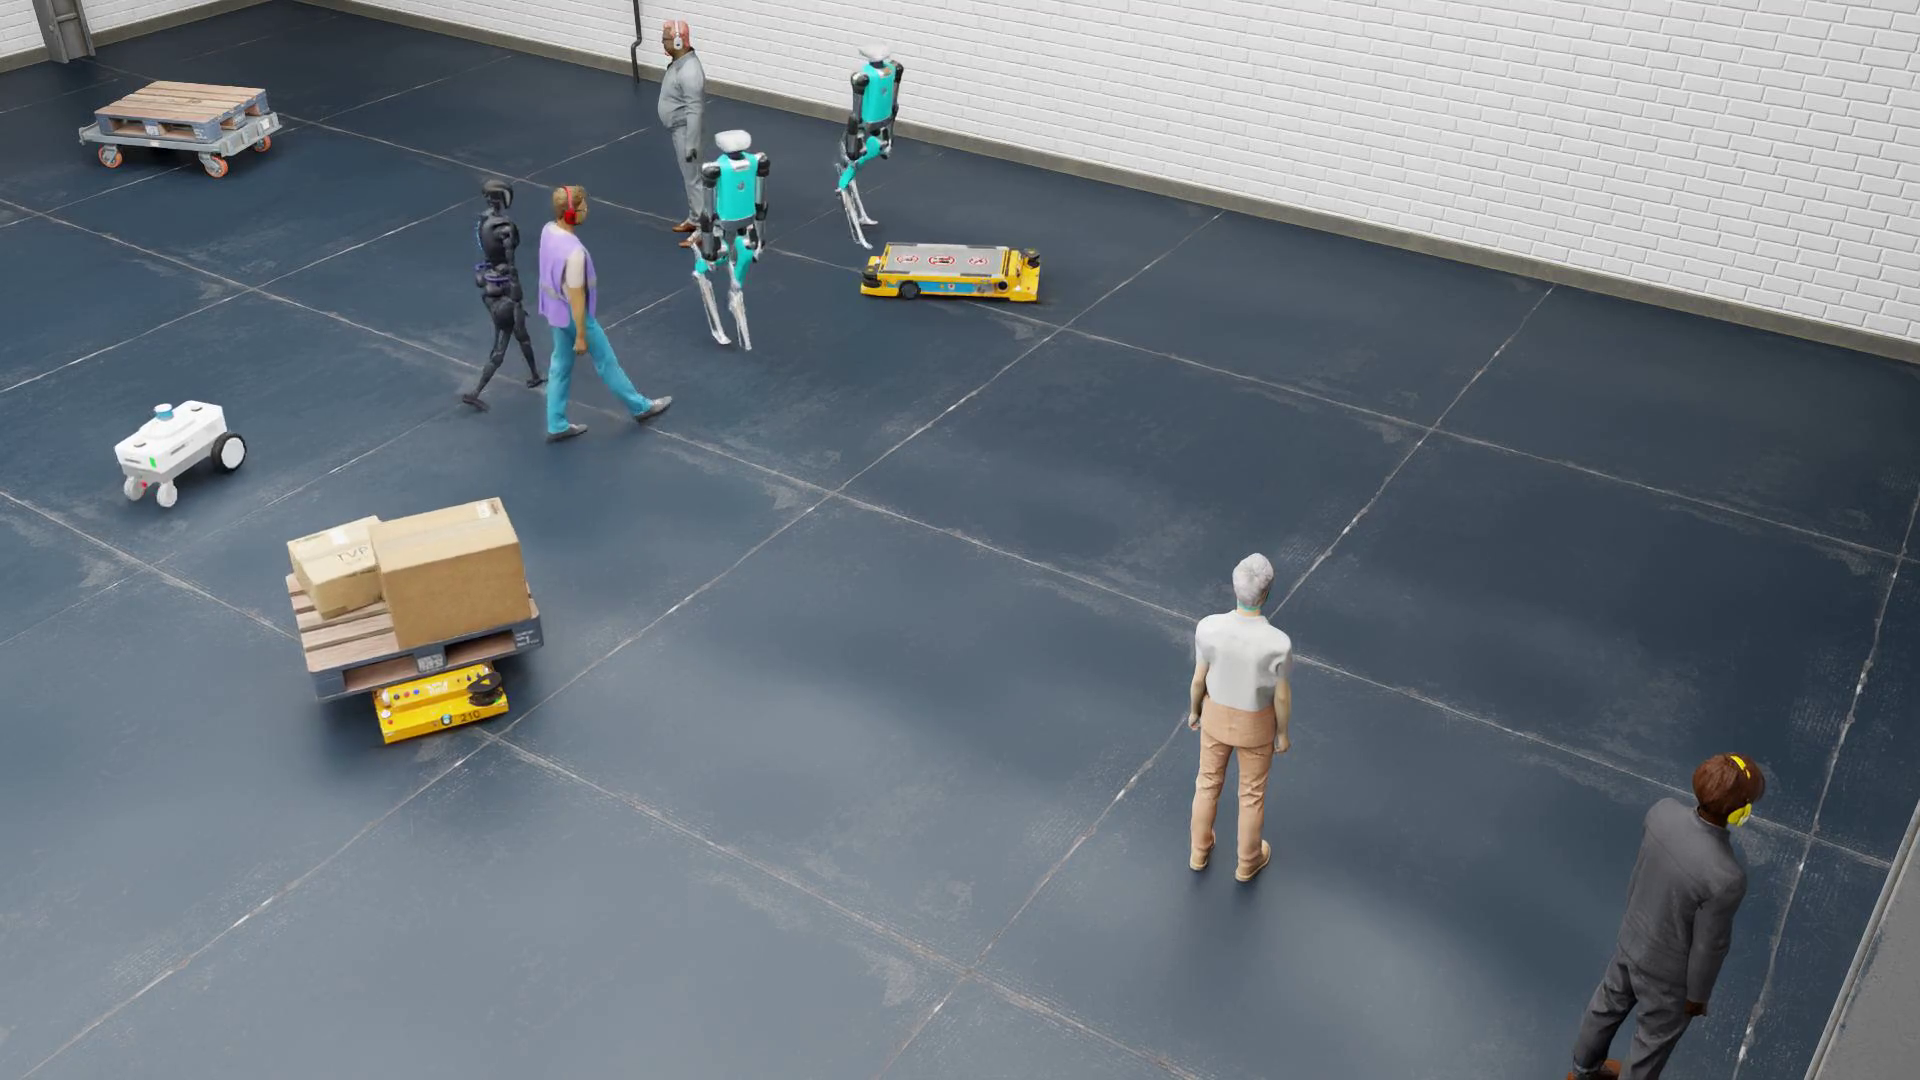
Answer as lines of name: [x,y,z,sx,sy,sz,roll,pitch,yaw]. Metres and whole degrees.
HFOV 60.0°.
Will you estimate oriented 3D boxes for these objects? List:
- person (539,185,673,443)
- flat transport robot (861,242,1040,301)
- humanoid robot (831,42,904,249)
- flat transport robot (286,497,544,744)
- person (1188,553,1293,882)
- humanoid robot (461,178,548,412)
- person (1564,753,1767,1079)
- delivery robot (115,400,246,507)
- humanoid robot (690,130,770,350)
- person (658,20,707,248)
person: [-2.483,-1.534,11.223,0.918,1.800,0.576,-20,38,-29]
flat transport robot: [-0.067,-2.201,13.681,1.431,0.231,0.659,3,33,4]
humanoid robot: [-0.884,-3.387,14.177,0.824,1.779,0.537,27,41,35]
flat transport robot: [-3.025,0.586,9.345,0.659,0.231,1.431,-14,35,-21]
person: [1.274,0.827,7.609,0.482,1.739,0.320,14,35,20]
humanoid robot: [-3.274,-1.736,11.713,0.769,1.633,0.613,-19,37,-26]
person: [2.687,1.569,6.344,0.353,1.866,0.490,-9,34,-13]
delivery robot: [-5.159,-0.614,10.956,0.499,0.603,0.803,11,34,17]
humanoid robot: [-1.756,-2.223,12.406,0.552,1.820,0.776,-19,38,-27]
person: [-2.334,-3.445,14.104,0.413,1.907,0.650,-9,34,-13]
